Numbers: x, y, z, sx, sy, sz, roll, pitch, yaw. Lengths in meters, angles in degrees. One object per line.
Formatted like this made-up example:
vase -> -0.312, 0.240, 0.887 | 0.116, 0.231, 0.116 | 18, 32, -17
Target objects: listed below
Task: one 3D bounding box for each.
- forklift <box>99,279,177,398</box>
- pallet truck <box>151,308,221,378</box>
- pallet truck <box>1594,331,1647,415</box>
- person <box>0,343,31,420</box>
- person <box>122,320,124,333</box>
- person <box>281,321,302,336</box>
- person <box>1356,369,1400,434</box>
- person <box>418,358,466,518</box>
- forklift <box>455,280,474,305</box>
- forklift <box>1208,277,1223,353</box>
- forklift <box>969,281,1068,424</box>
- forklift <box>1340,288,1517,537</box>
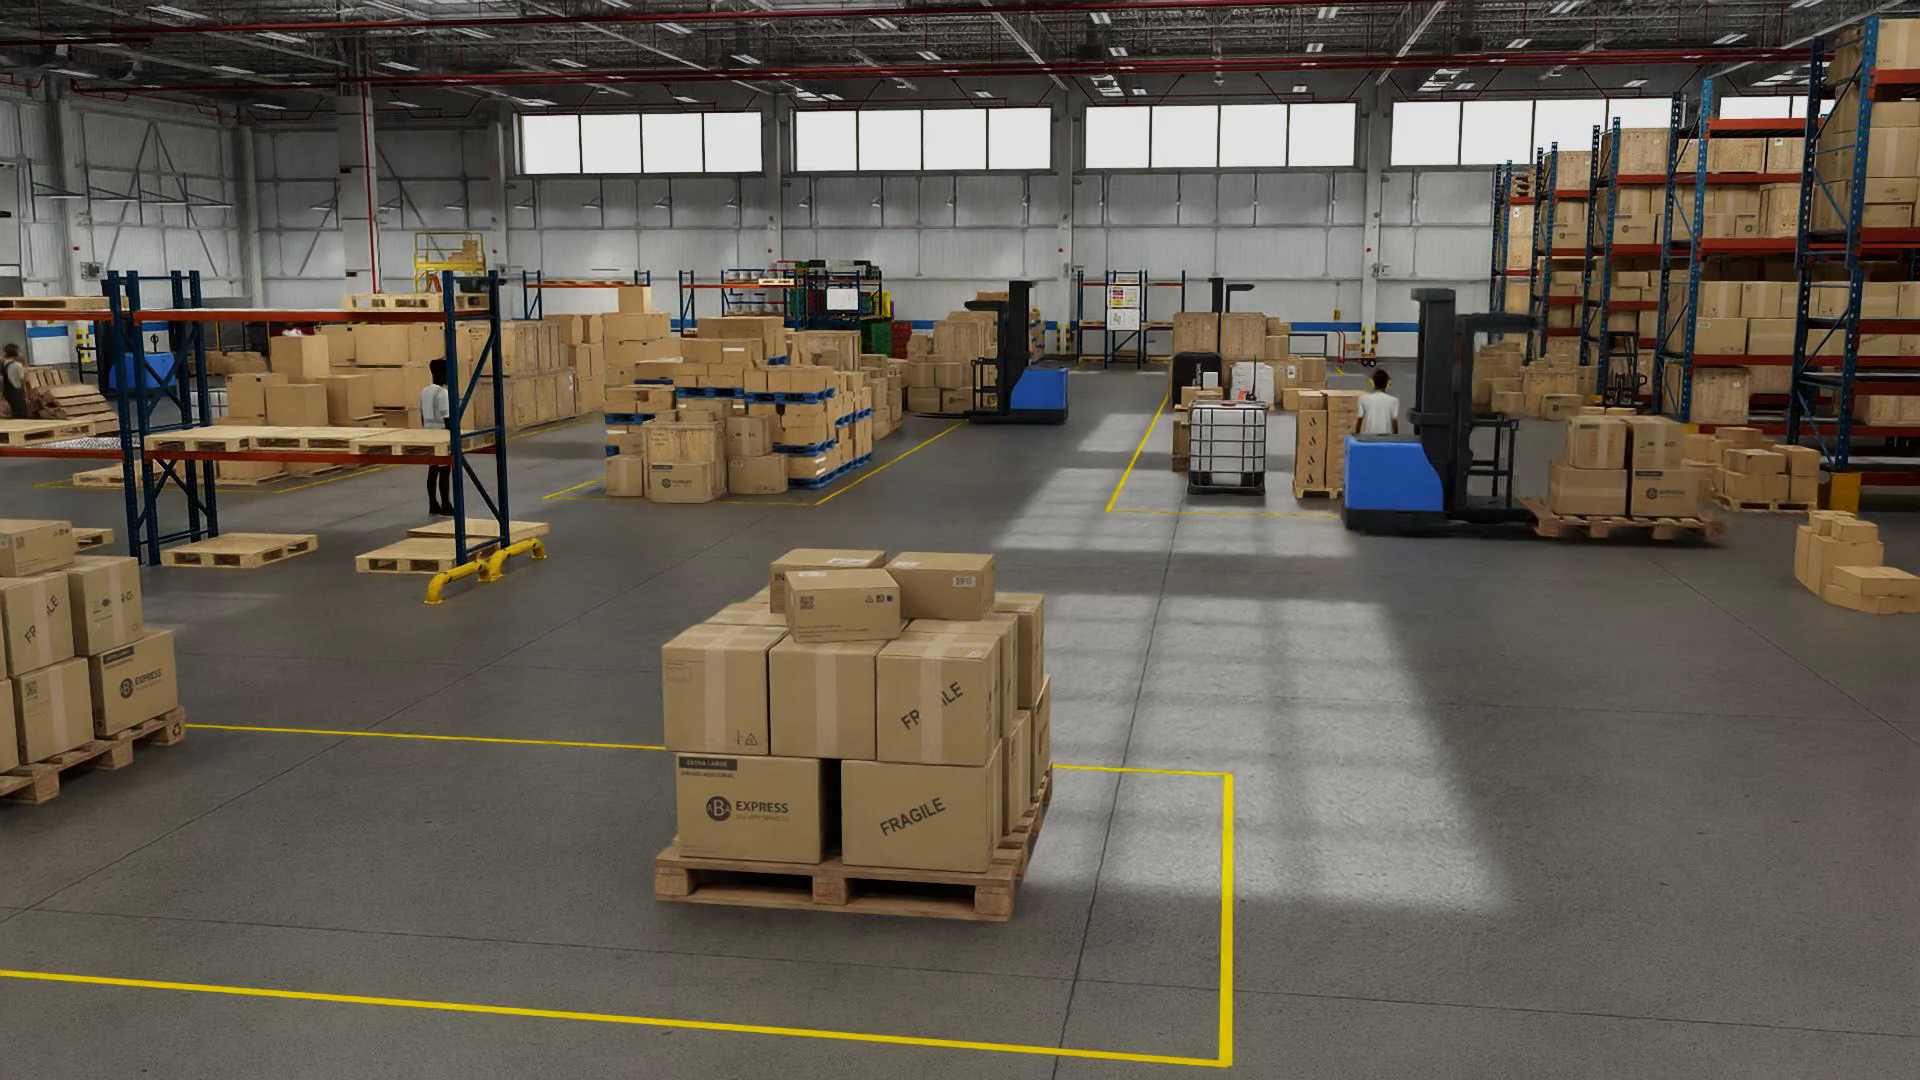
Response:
forklift -> -19.606, -4.720, 39.027 | 1.873, 2.768, 1.129 | 1, 9, 9
pallet truck -> -21.869, -5.598, 47.154 | 0.823, 1.965, 1.885 | 4, 10, 26
pallet truck -> 11.253, -2.573, 28.499 | 0.823, 1.965, 1.885 | 5, 10, 27
person -> -15.793, -2.369, 27.749 | 0.529, 1.833, 0.645 | 5, 11, 30
person -> -25.890, -6.097, 51.370 | 0.314, 1.629, 0.508 | 0, 9, -3
person -> -16.960, -4.757, 42.448 | 0.590, 1.856, 0.864 | 1, 9, 4
person -> 5.112, -1.181, 20.441 | 0.525, 1.837, 0.922 | 2, 9, 12
person -> -6.382, -1.245, 20.423 | 0.600, 1.960, 0.374 | 8, 12, 42
forklift -> -13.188, -5.608, 44.501 | 1.873, 2.768, 1.129 | -3, 10, -19
forklift -> 7.459, -6.244, 48.421 | 1.873, 2.768, 1.129 | 1, 9, 9
forklift -> 1.194, -3.753, 33.059 | 1.873, 2.768, 1.129 | 1, 9, 9
forklift -> 5.421, -1.502, 19.175 | 1.873, 2.768, 1.129 | 1, 9, 9
